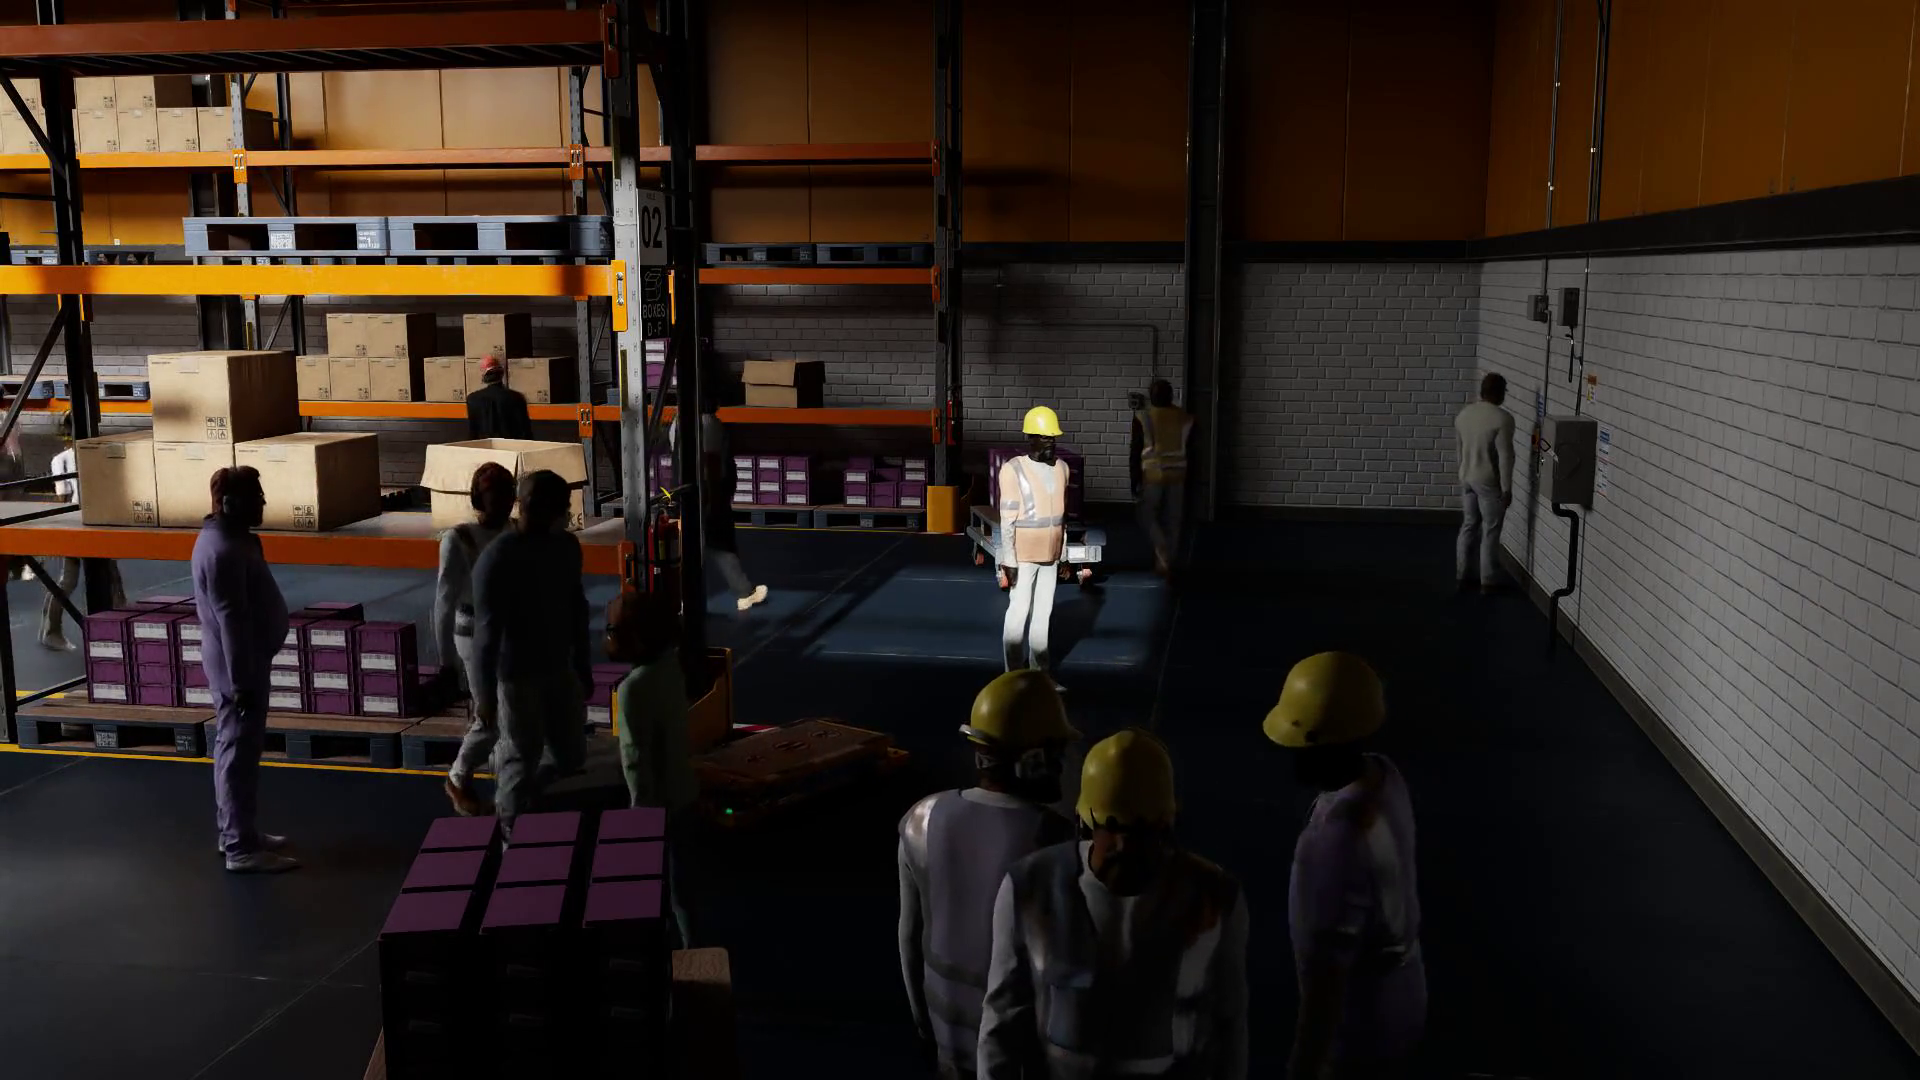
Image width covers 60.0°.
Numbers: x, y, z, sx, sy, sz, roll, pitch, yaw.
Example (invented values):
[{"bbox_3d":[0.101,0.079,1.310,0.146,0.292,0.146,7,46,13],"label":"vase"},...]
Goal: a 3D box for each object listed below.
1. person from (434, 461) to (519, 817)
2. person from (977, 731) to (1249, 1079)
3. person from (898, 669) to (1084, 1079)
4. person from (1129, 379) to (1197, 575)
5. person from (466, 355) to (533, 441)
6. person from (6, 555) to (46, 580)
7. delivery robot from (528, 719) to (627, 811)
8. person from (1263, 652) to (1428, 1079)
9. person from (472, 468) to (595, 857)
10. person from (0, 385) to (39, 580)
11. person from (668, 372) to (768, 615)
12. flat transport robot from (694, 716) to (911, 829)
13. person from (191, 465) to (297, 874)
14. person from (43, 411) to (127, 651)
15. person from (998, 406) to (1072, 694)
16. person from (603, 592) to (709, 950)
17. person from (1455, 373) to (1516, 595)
[{"bbox_3d":[-2.354,0.529,8.328,0.439,1.871,0.619,5,11,30],"label":"person"},{"bbox_3d":[0.325,1.315,3.660,0.593,1.795,0.810,2,9,12],"label":"person"},{"bbox_3d":[0.128,1.224,4.147,0.592,1.828,0.404,7,11,35],"label":"person"},{"bbox_3d":[1.863,-0.564,15.256,0.651,1.823,0.488,-2,9,-14],"label":"person"},{"bbox_3d":[-4.618,-0.876,16.802,0.707,1.957,0.376,0,9,0],"label":"person"},{"bbox_3d":[-8.820,-0.505,14.977,0.928,1.796,0.537,-7,11,-36],"label":"person"},{"bbox_3d":[-1.869,1.140,8.320,0.707,0.478,0.477,-4,10,-22],"label":"delivery robot"},{"bbox_3d":[0.986,1.188,4.188,0.517,1.888,0.628,2,9,14],"label":"person"},{"bbox_3d":[-1.986,0.622,7.584,0.538,1.921,0.674,5,10,29],"label":"person"},{"bbox_3d":[-8.761,-0.529,15.044,0.678,1.825,0.625,3,10,16],"label":"person"},{"bbox_3d":[-2.037,-0.416,13.662,0.942,2.000,0.758,-8,12,-40],"label":"person"},{"bbox_3d":[-0.957,1.222,8.974,0.652,0.197,1.431,7,11,36],"label":"flat transport robot"},{"bbox_3d":[-3.350,0.596,7.804,0.403,1.906,0.651,-5,10,-26],"label":"person"},{"bbox_3d":[-6.391,-0.054,12.126,0.990,1.828,0.542,3,10,17],"label":"person"},{"bbox_3d":[0.509,0.084,10.909,0.585,1.928,0.379,-8,12,-40],"label":"person"},{"bbox_3d":[-1.147,0.996,6.221,0.456,1.610,0.566,2,9,12],"label":"person"},{"bbox_3d":[4.564,-0.486,14.460,0.398,1.926,0.656,-4,10,-26],"label":"person"}]
